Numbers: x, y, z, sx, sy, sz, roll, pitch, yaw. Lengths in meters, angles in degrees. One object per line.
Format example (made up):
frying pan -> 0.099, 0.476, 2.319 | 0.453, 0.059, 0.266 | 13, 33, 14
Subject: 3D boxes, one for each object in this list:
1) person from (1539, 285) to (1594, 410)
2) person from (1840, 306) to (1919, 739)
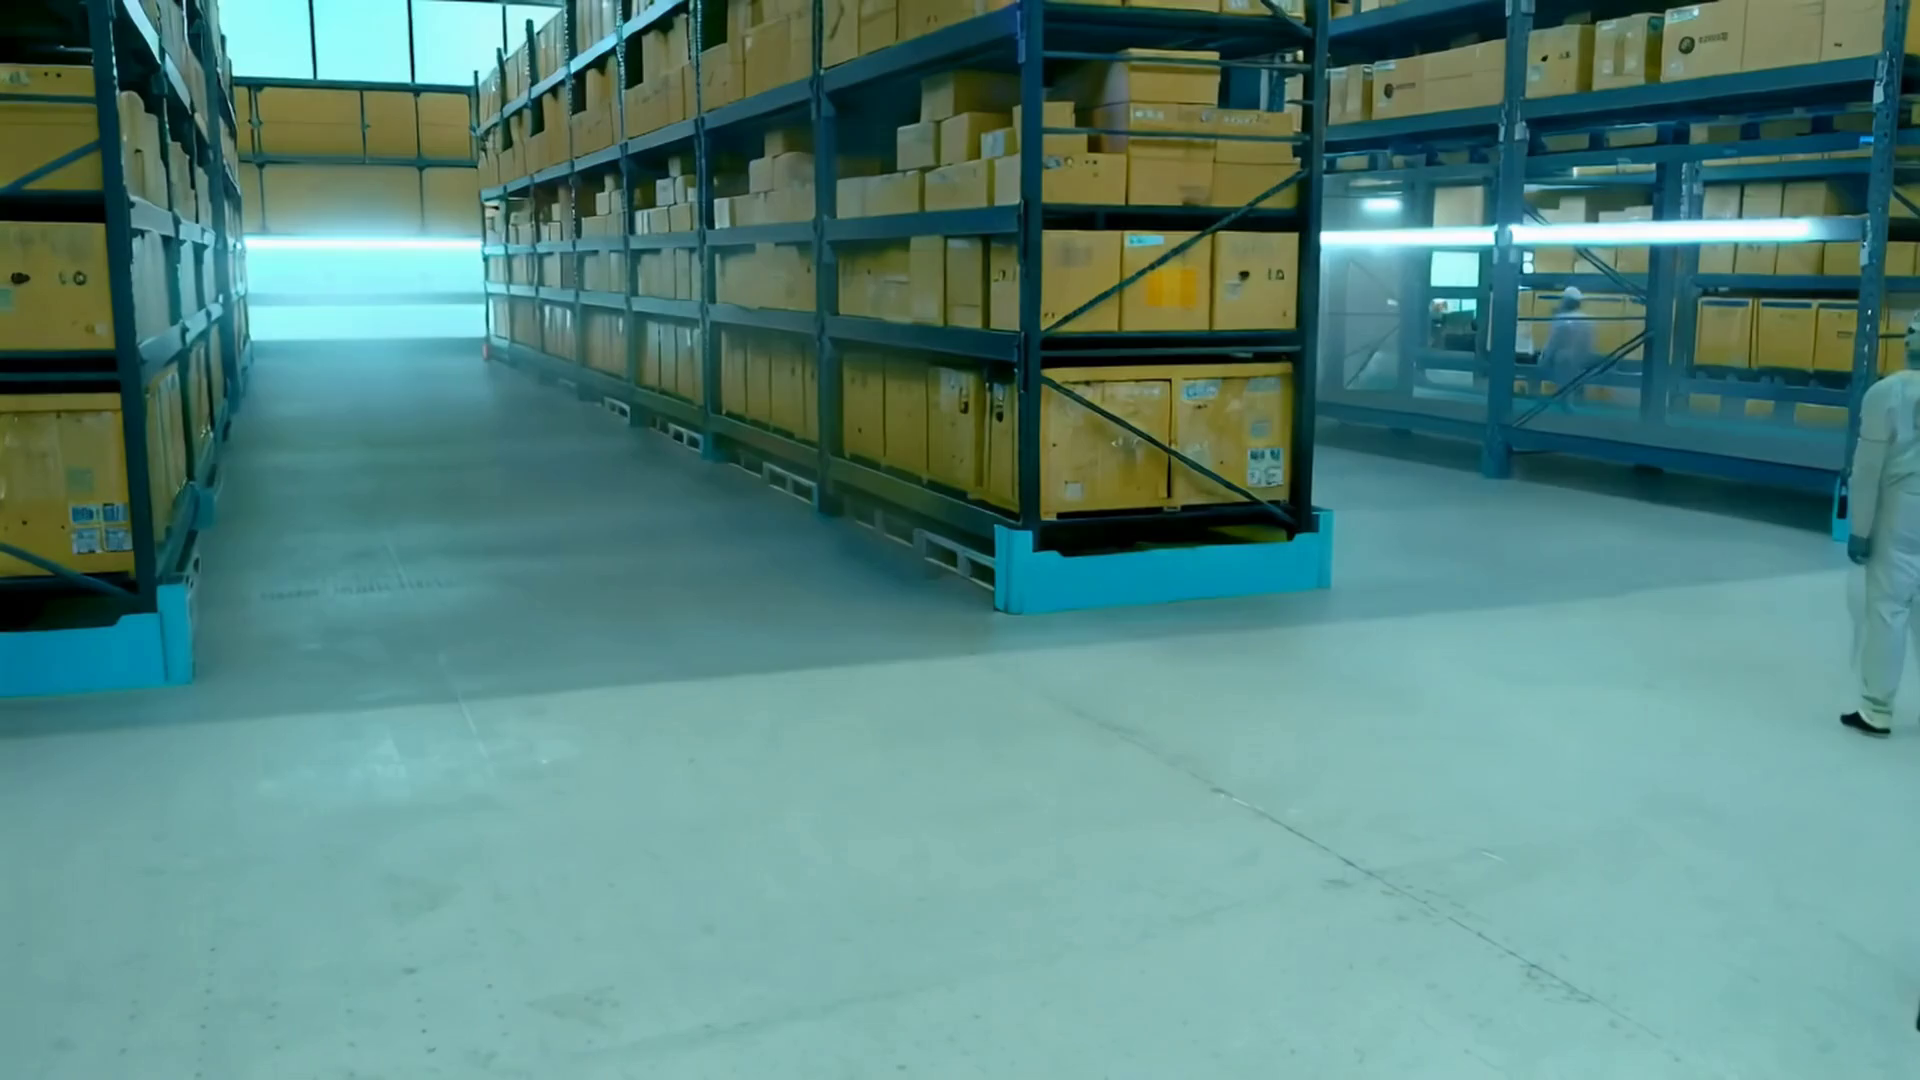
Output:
person -> 7.332, -2.159, 20.019 | 0.584, 1.804, 0.868 | -4, 10, -20
person -> 4.185, -0.071, 7.239 | 0.644, 1.898, 0.396 | 0, 9, 3
